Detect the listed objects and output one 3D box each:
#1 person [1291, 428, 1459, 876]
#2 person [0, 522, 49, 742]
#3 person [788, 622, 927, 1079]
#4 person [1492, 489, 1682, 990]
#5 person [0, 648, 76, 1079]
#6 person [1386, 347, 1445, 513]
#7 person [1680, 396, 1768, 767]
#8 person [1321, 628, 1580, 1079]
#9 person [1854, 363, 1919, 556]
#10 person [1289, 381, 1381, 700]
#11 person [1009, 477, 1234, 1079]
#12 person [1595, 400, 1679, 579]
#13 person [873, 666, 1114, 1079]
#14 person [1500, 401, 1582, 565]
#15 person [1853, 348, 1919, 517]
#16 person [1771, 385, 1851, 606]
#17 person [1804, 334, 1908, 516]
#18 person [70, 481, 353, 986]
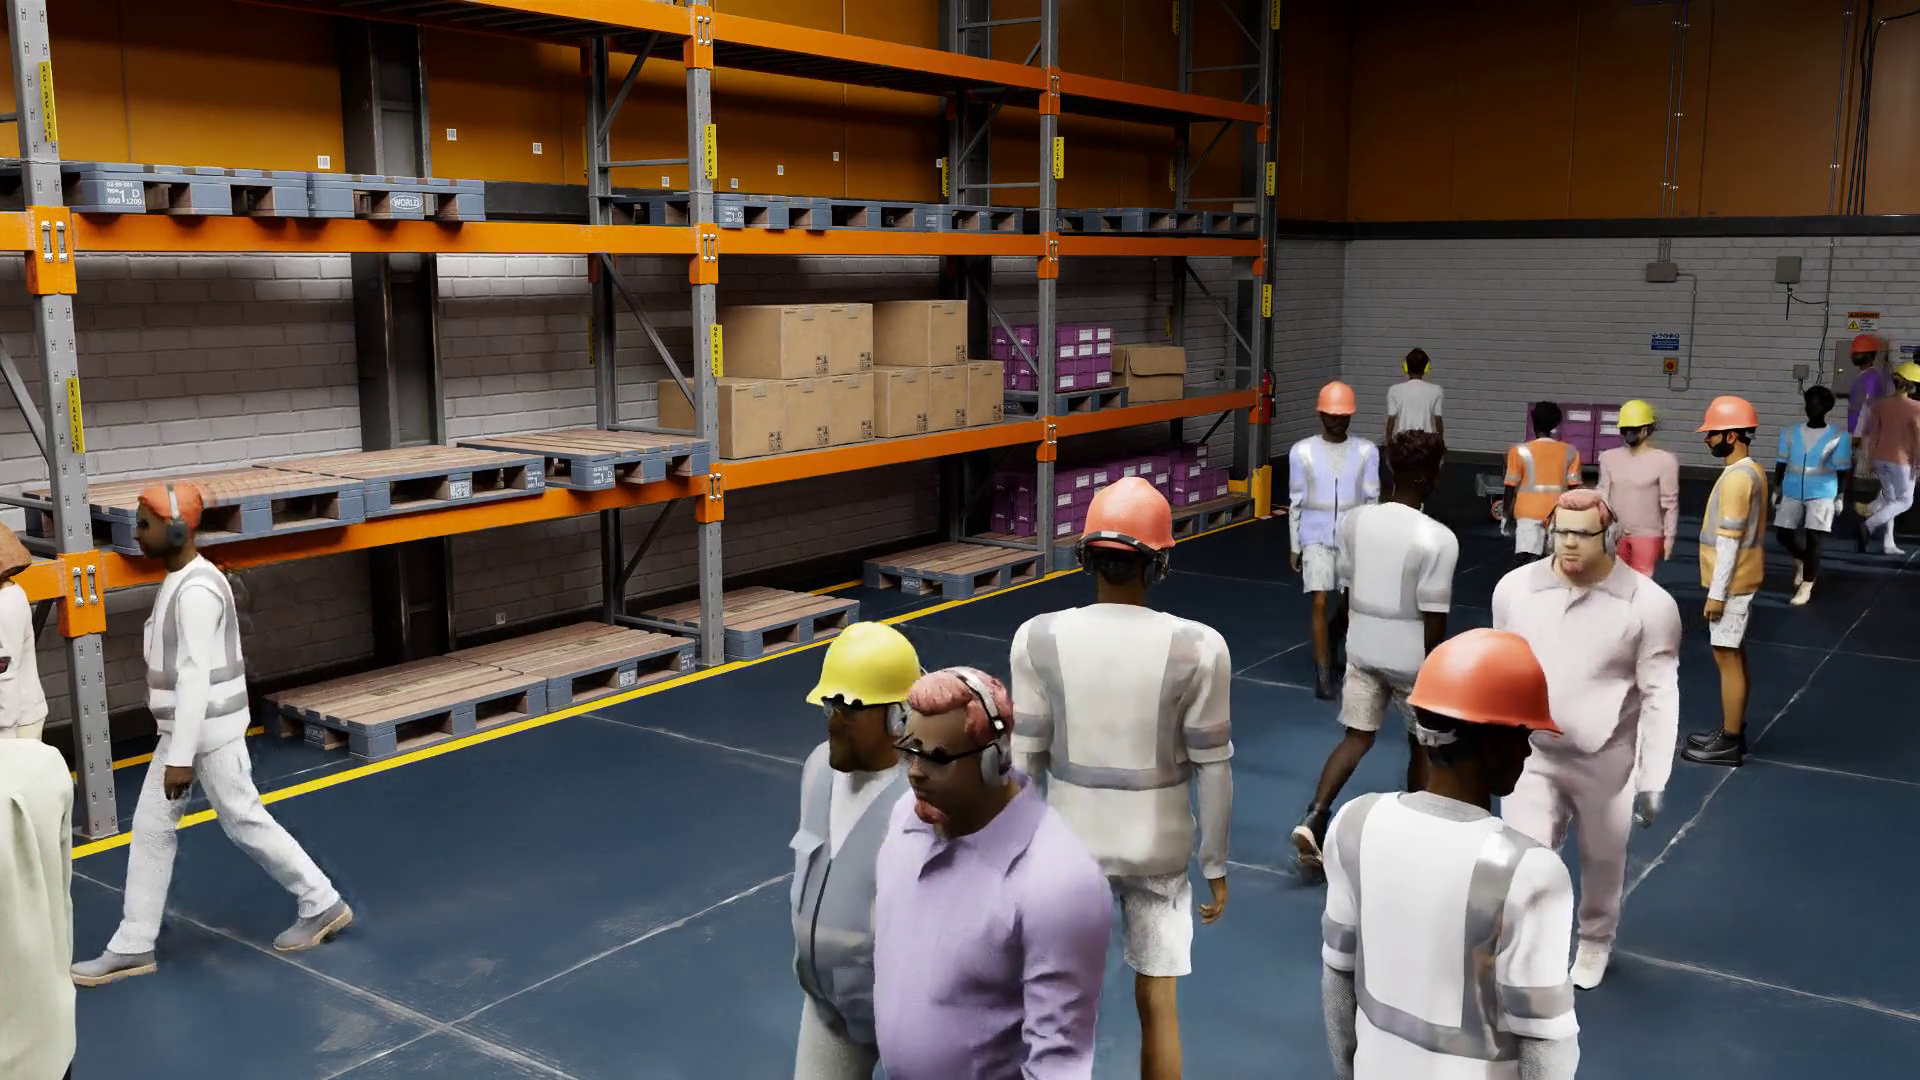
[{"bbox_3d":[1.789,0.488,7.042,0.869,1.942,0.606,-8,12,-39],"label":"person"},{"bbox_3d":[-3.758,0.724,6.566,0.279,1.626,0.502,-6,11,-32],"label":"person"},{"bbox_3d":[-0.145,1.065,4.049,0.899,1.802,0.598,-9,13,-44],"label":"person"},{"bbox_3d":[2.118,0.745,5.754,0.668,1.851,0.989,6,11,33],"label":"person"},{"bbox_3d":[-2.011,1.072,3.389,0.381,1.994,0.617,0,10,0],"label":"person"},{"bbox_3d":[4.085,-0.792,14.920,0.522,1.854,0.429,3,10,15],"label":"person"},{"bbox_3d":[4.003,0.211,8.720,0.381,1.929,0.539,5,11,29],"label":"person"},{"bbox_3d":[0.966,1.125,3.266,0.375,1.930,0.542,-7,12,-37],"label":"person"},{"bbox_3d":[8.180,-0.693,14.658,0.638,1.738,0.522,-3,10,-16],"label":"person"},{"bbox_3d":[2.276,-0.027,10.180,0.549,1.916,0.749,1,10,5],"label":"person"},{"bbox_3d":[0.445,0.841,4.621,0.615,2.042,0.372,2,10,13],"label":"person"},{"bbox_3d":[4.299,-0.021,10.636,0.397,1.751,0.522,-7,12,-37],"label":"person"},{"bbox_3d":[0.020,1.153,3.359,1.021,1.843,0.657,-8,12,-39],"label":"person"},{"bbox_3d":[4.150,-0.167,11.844,0.529,1.639,0.965,-1,10,-5],"label":"person"},{"bbox_3d":[9.443,-1.006,16.380,0.628,1.782,0.992,-5,11,-28],"label":"person"},{"bbox_3d":[6.540,-0.353,12.774,0.544,1.684,0.546,-9,13,-43],"label":"person"},{"bbox_3d":[9.224,-1.151,16.969,1.015,1.888,0.561,2,10,14],"label":"person"},{"bbox_3d":[-2.762,0.693,6.121,0.975,1.842,0.590,-6,11,-33],"label":"person"}]
